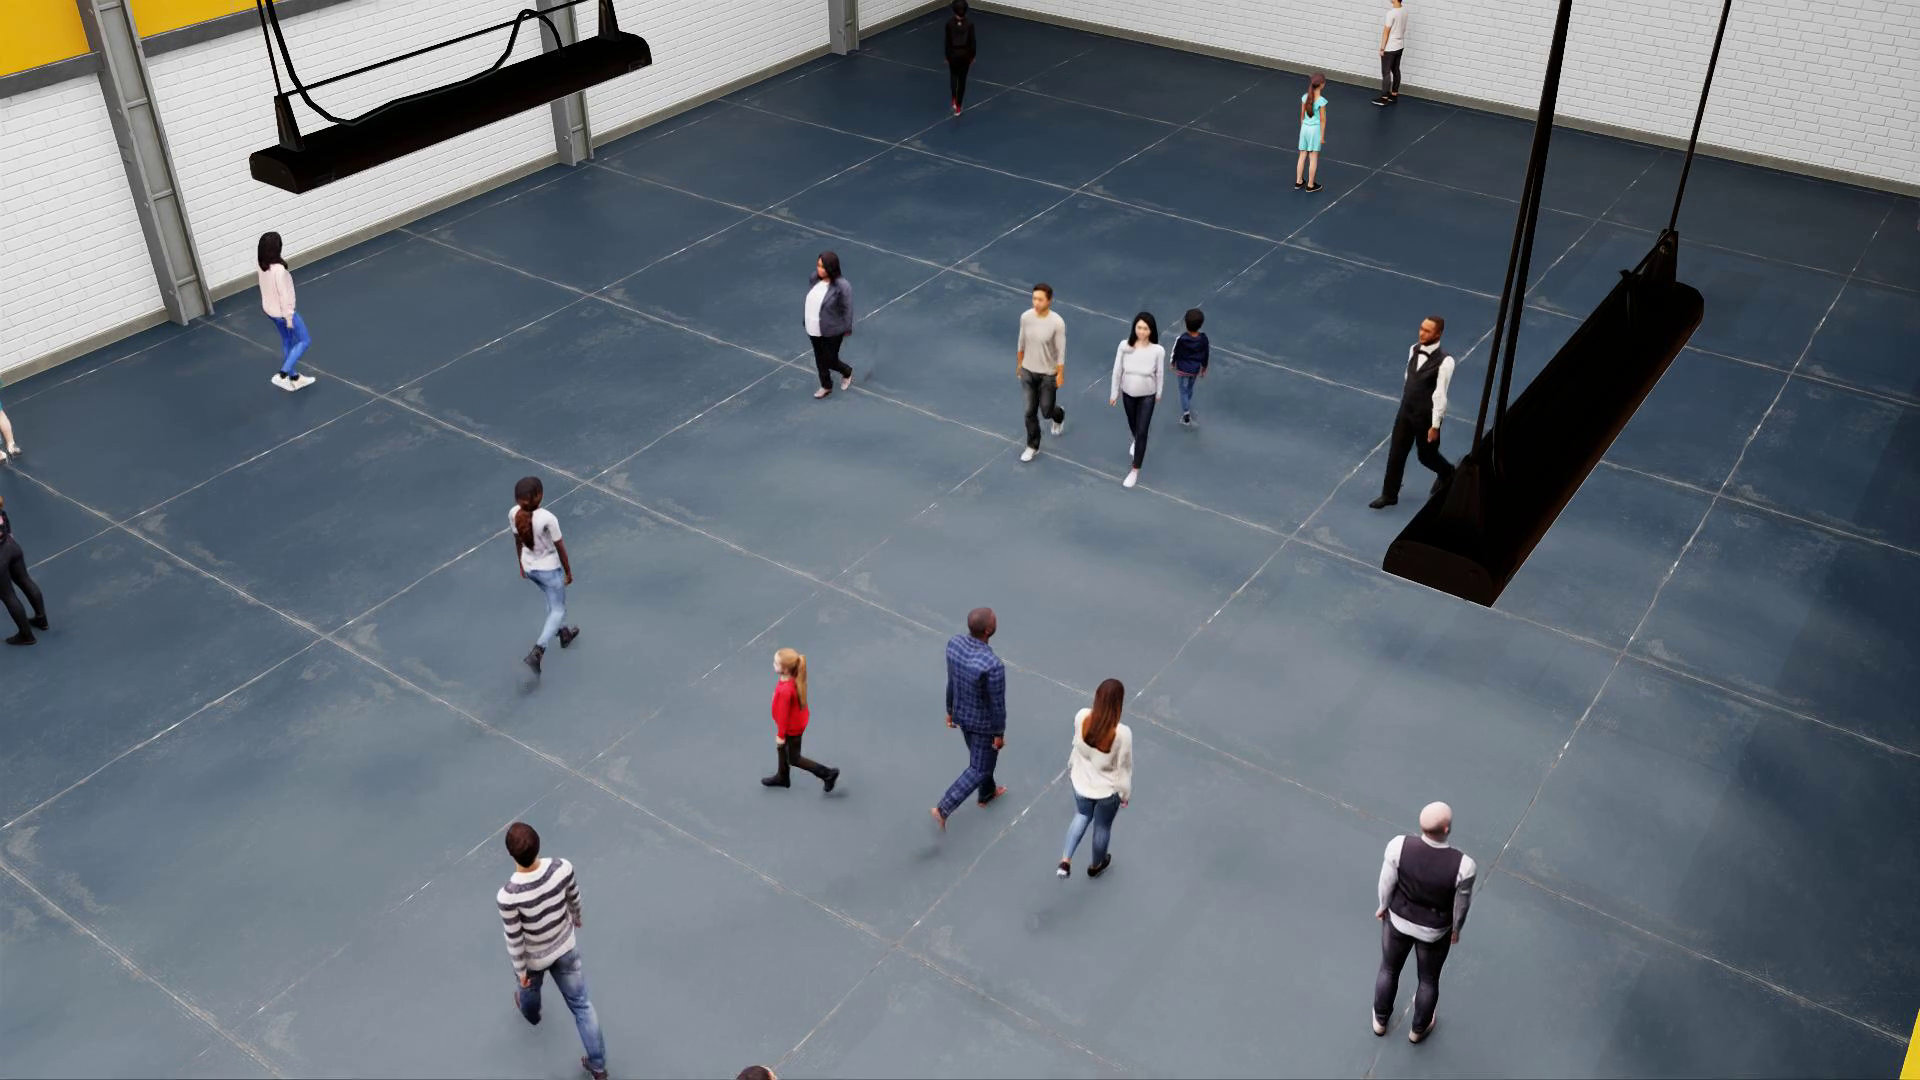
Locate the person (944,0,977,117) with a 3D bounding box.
[{"bbox_3d":[-0.009,-6.983,24.122,0.810,1.656,0.904,3,34,4],"label":"person"}]

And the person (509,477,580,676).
[{"bbox_3d":[-3.330,0.286,13.149,0.755,1.698,1.084,12,35,17],"label":"person"}]

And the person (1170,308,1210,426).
[{"bbox_3d":[2.284,-1.715,16.606,0.812,1.202,0.895,-3,34,-5],"label":"person"}]

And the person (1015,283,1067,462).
[{"bbox_3d":[0.811,-1.656,15.982,0.694,1.796,0.931,18,38,25],"label":"person"}]

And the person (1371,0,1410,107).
[{"bbox_3d":[6.397,-7.298,24.541,0.533,1.716,0.718,-26,42,-34],"label":"person"}]

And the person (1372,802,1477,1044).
[{"bbox_3d":[2.753,2.304,10.001,0.732,1.822,0.667,14,36,19],"label":"person"}]

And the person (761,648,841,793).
[{"bbox_3d":[-1.165,1.329,11.967,0.824,1.269,0.829,0,34,0],"label":"person"}]

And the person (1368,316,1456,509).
[{"bbox_3d":[4.277,-1.166,15.161,1.303,1.889,1.028,-18,38,-25],"label":"person"}]

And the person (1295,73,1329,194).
[{"bbox_3d":[4.598,-5.338,21.736,0.600,1.559,0.590,-28,43,-35],"label":"person"}]

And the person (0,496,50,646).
[{"bbox_3d":[-7.767,0.100,13.443,0.701,1.683,0.577,6,34,9],"label":"person"}]

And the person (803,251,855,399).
[{"bbox_3d":[-1.321,-2.210,17.008,0.676,1.583,0.751,23,40,31],"label":"person"}]

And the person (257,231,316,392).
[{"bbox_3d":[-6.989,-2.274,16.952,0.704,1.751,0.759,25,41,32],"label":"person"}]

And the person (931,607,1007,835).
[{"bbox_3d":[0.057,1.275,11.574,1.078,1.794,0.806,-28,42,-35],"label":"person"}]

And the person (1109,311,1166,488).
[{"bbox_3d":[1.706,-1.413,15.749,0.821,1.648,1.214,11,35,17],"label":"person"}]

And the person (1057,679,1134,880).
[{"bbox_3d":[0.885,1.673,11.078,0.633,1.680,0.770,21,39,28],"label":"person"}]

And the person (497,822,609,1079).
[{"bbox_3d":[-2.379,2.463,9.782,1.230,1.799,0.999,-22,39,-29],"label":"person"}]
